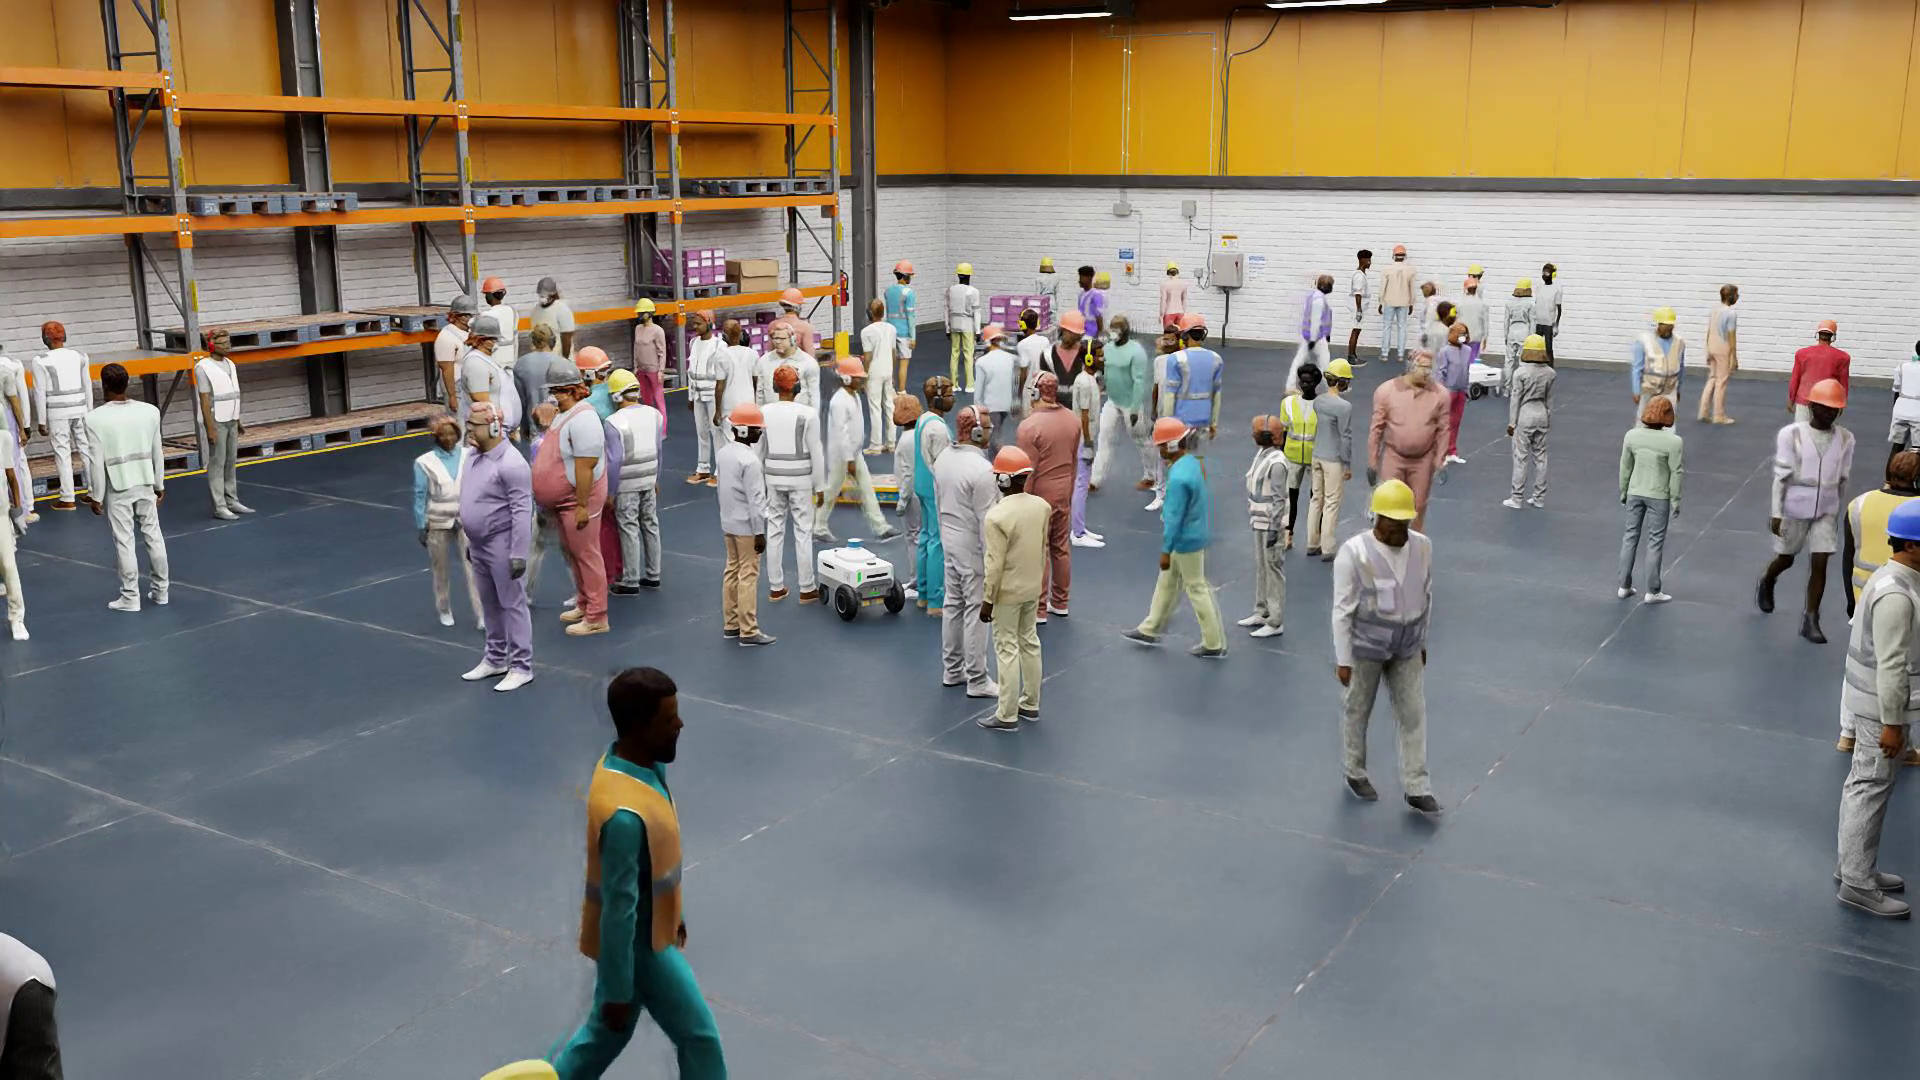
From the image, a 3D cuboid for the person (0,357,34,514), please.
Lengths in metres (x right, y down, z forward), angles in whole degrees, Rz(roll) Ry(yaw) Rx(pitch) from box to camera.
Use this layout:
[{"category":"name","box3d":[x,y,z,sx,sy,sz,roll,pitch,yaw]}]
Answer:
[{"category":"person","box3d":[-9.169,-1.087,15.865,0.337,1.882,0.585,9,16,35]}]

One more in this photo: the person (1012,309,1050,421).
[{"category":"person","box3d":[0.759,-1.567,17.994,0.327,1.865,0.518,10,17,38]}]

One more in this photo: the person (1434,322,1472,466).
[{"category":"person","box3d":[5.619,-1.667,18.927,0.509,1.632,0.266,-8,15,-30]}]

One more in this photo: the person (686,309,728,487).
[{"category":"person","box3d":[-2.692,-1.511,17.710,0.572,1.883,0.356,10,17,38]}]

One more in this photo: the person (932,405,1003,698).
[{"category":"person","box3d":[0.092,0.071,10.793,0.408,1.908,0.646,-8,15,-30]}]

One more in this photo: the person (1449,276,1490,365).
[{"category":"person","box3d":[7.515,-3.015,24.545,0.584,1.729,0.495,2,13,7]}]

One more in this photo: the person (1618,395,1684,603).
[{"category":"person","box3d":[5.438,-0.327,13.107,0.271,1.635,0.507,-10,16,-36]}]

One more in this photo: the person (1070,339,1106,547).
[{"category":"person","box3d":[1.159,-0.880,14.994,0.335,1.873,0.521,1,13,5]}]

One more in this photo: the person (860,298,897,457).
[{"category":"person","box3d":[-0.963,-1.898,19.465,0.507,1.847,0.351,-12,17,-42]}]

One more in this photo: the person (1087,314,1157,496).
[{"category":"person","box3d":[1.677,-1.391,17.210,1.055,1.880,0.651,-11,17,-38]}]

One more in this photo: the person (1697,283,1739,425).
[{"category":"person","box3d":[9.978,-2.430,21.786,0.361,1.848,0.514,-1,13,-6]}]

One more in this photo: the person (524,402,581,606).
[{"category":"person","box3d":[-3.194,-0.262,12.898,0.709,1.602,0.575,4,14,18]}]

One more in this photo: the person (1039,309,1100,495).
[{"category":"person","box3d":[1.072,-1.278,16.399,0.641,2.014,0.760,2,13,10]}]

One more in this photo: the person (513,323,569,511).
[{"category":"person","box3d":[-3.885,-1.081,15.724,0.630,1.939,0.372,4,13,15]}]

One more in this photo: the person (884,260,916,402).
[{"category":"person","box3d":[-0.812,-2.934,23.570,0.423,2.035,0.601,-11,17,-41]}]

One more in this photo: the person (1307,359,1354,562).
[{"category":"person","box3d":[3.230,-0.690,14.426,0.339,1.761,0.524,-5,14,-20]}]

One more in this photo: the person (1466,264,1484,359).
[{"category":"person","box3d":[8.268,-3.556,26.832,0.320,1.767,0.534,6,14,25]}]

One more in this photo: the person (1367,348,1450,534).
[{"category":"person","box3d":[3.795,-0.681,14.086,0.662,1.900,0.403,1,13,3]}]

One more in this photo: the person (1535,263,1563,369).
[{"category":"person","box3d":[8.953,-3.301,25.490,0.329,1.877,0.510,-9,16,-34]}]

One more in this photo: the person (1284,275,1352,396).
[{"category":"person","box3d":[5.216,-2.965,24.267,0.963,1.787,0.634,0,13,0]}]

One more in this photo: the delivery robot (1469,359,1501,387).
[{"category":"delivery robot","box3d":[7.530,-2.391,24.226,0.707,0.478,0.477,-7,14,-26]}]

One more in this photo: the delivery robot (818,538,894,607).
[{"category":"delivery robot","box3d":[-0.812,0.232,12.850,0.477,0.478,0.707,-8,15,-31]}]

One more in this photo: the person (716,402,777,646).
[{"category":"person","box3d":[-1.533,-0.119,11.958,0.338,1.747,0.569,-8,15,-31]}]

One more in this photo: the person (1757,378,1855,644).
[{"category":"person","box3d":[6.194,-0.251,12.183,0.553,1.914,0.796,2,13,8]}]

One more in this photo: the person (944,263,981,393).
[{"category":"person","box3d":[0.051,-3.142,24.680,0.594,1.925,0.370,7,15,28]}]

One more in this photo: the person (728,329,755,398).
[{"category":"person","box3d":[-2.315,-1.394,17.605,0.315,1.696,0.541,0,13,1]}]

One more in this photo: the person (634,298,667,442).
[{"category":"person","box3d":[-3.819,-2.075,20.406,0.523,1.769,0.316,10,17,38]}]

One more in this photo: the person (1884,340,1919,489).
[{"category":"person","box3d":[9.761,-1.247,16.995,0.319,1.686,0.539,-6,14,-25]}]

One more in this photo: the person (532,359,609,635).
[{"category":"person","box3d":[-2.873,-0.333,12.250,0.535,2.000,0.686,-6,14,-24]}]

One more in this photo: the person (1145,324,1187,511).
[{"category":"person","box3d":[2.090,-1.184,16.318,0.523,1.870,0.317,9,16,36]}]

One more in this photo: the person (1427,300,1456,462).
[{"category":"person","box3d":[5.529,-1.833,19.244,0.379,1.828,0.608,1,13,6]}]

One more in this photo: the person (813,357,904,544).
[{"category":"person","box3d":[-0.948,-0.785,14.935,0.885,1.700,0.591,4,14,17]}]

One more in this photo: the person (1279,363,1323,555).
[{"category":"person","box3d":[3.049,-0.713,14.652,0.541,1.695,0.316,6,14,23]}]

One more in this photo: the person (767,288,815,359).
[{"category":"person","box3d":[-1.913,-1.877,19.054,0.610,1.992,0.384,7,15,27]}]

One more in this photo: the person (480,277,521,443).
[{"category":"person","box3d":[-5.602,-2.158,20.162,0.379,2.041,0.616,6,14,23]}]

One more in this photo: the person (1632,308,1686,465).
[{"category":"person","box3d":[7.891,-1.698,18.701,0.623,1.792,0.900,0,13,-1]}]

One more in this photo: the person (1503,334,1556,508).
[{"category":"person","box3d":[5.689,-1.183,16.612,0.480,1.733,0.333,-4,14,-18]}]
